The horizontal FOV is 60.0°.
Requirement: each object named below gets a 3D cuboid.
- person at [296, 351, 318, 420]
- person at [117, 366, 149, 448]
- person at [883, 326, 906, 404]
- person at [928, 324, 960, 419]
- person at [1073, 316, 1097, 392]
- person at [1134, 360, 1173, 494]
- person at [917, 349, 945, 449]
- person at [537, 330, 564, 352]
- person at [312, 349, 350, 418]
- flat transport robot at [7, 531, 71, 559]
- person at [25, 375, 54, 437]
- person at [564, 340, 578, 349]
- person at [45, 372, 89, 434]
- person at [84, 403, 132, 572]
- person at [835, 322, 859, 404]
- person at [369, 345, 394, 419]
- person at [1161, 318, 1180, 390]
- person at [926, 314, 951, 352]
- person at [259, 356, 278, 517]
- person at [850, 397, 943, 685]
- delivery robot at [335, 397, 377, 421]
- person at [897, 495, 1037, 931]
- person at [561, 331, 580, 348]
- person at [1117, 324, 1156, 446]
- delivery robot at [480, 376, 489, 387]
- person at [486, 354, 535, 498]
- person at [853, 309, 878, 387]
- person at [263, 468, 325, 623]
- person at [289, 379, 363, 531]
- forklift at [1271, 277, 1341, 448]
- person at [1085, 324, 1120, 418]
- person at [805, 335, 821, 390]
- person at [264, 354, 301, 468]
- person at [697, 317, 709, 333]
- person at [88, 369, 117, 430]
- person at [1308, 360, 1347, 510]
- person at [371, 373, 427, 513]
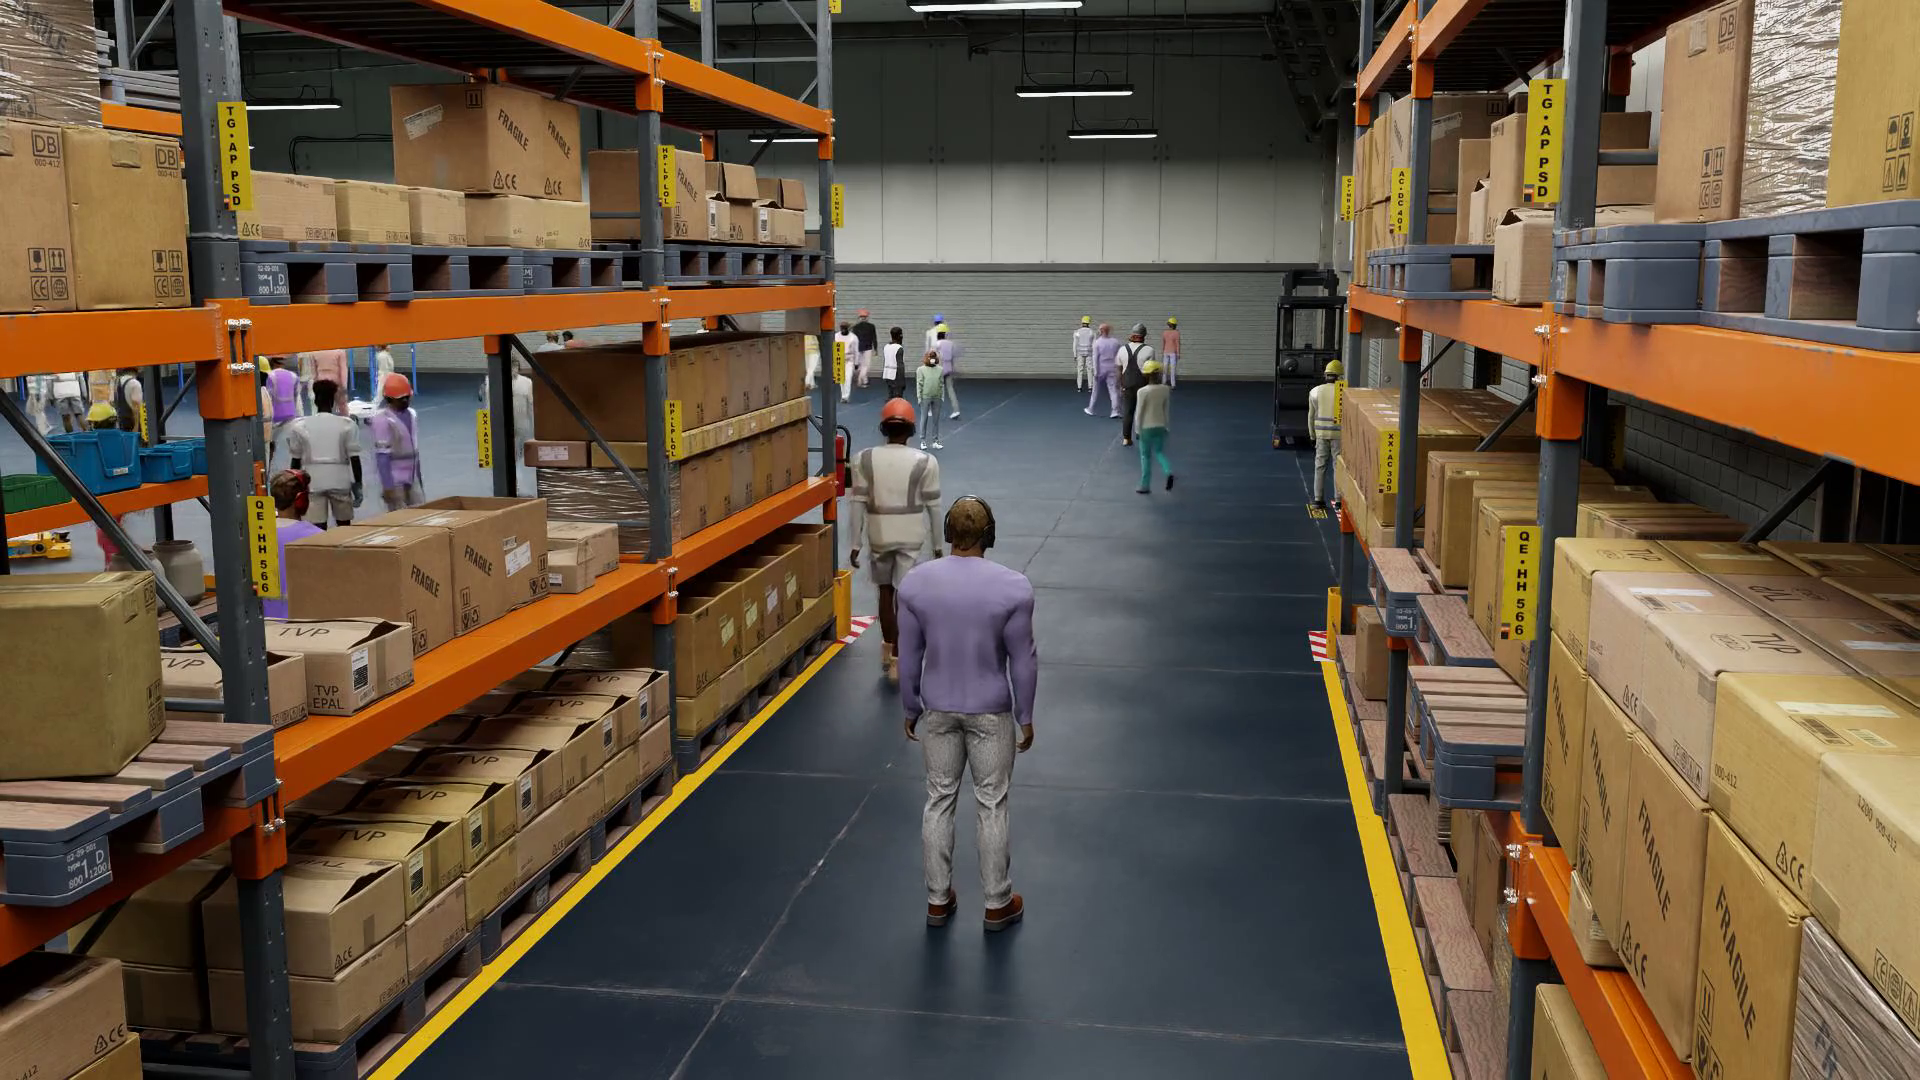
[{"bbox_3d":[-12.580,-3.138,31.806,0.685,1.834,0.522,2,9,14],"label":"person"},{"bbox_3d":[-11.129,-1.576,22.316,0.504,1.805,0.980,5,11,29],"label":"person"},{"bbox_3d":[-1.171,-2.878,29.948,0.379,1.915,0.596,-6,11,-31],"label":"person"},{"bbox_3d":[-0.322,-3.341,32.950,0.600,1.880,1.010,-7,12,-38],"label":"person"},{"bbox_3d":[3.034,-4.485,40.118,0.599,1.832,0.404,2,9,13],"label":"person"},{"bbox_3d":[2.528,-1.468,21.724,0.545,1.751,0.535,-5,11,-29],"label":"person"},{"bbox_3d":[-0.475,-2.312,27.332,0.500,1.633,0.283,-4,10,-25],"label":"person"},{"bbox_3d":[-7.023,-2.703,28.802,0.631,1.940,0.370,5,11,29],"label":"person"},{"bbox_3d":[-11.083,-2.766,29.435,0.674,1.851,0.980,1,9,7],"label":"person"},{"bbox_3d":[-9.843,0.081,16.888,1.431,0.197,0.652,-5,10,-28],"label":"flat transport robot"},{"bbox_3d":[-15.881,-2.514,28.571,0.364,1.623,0.537,-9,13,-43],"label":"person"},{"bbox_3d":[-6.013,-2.270,26.457,0.971,1.843,0.560,-7,12,-38],"label":"person"},{"bbox_3d":[-14.373,-2.348,26.753,0.562,1.895,0.590,9,13,44],"label":"person"},{"bbox_3d":[-7.585,-0.361,14.941,0.700,1.746,0.525,1,9,6],"label":"person"},{"bbox_3d":[-2.576,-3.910,36.713,0.633,1.784,0.979,2,9,10],"label":"person"},{"bbox_3d":[-11.196,-3.098,32.354,0.850,1.606,0.521,0,9,-2],"label":"person"},{"bbox_3d":[5.198,-4.581,40.918,0.529,1.765,0.327,9,13,42],"label":"person"},{"bbox_3d":[-0.473,-4.295,38.712,0.609,1.914,0.863,5,10,27],"label":"person"},{"bbox_3d":[-8.244,-1.204,19.604,0.376,1.923,0.585,-1,9,-3],"label":"person"},{"bbox_3d":[-0.429,-0.015,11.963,0.647,2.017,0.792,2,9,10],"label":"person"},{"bbox_3d":[-11.375,-2.450,31.342,0.477,0.478,0.707,8,12,41],"label":"delivery robot"},{"bbox_3d":[0.033,0.765,7.413,0.633,1.938,0.356,3,10,16],"label":"person"},{"bbox_3d":[-8.225,-3.594,35.167,0.537,1.665,0.792,0,9,3],"label":"person"},{"bbox_3d":[3.005,-2.590,27.924,0.689,2.000,0.539,5,11,30],"label":"person"},{"bbox_3d":[-10.695,-3.608,37.682,0.335,0.223,0.698,-4,10,-21],"label":"delivery robot"},{"bbox_3d":[-5.546,-1.371,20.778,0.644,1.889,1.013,-8,13,-42],"label":"person"},{"bbox_3d":[-2.410,-4.796,41.620,0.619,1.968,0.789,4,10,24],"label":"person"},{"bbox_3d":[-3.645,0.529,9.146,0.567,1.847,0.389,3,10,18],"label":"person"},{"bbox_3d":[-5.811,-0.508,15.273,0.625,1.930,0.805,-3,10,-20],"label":"person"},{"bbox_3d":[5.847,-3.016,27.970,1.129,2.768,1.873,1,9,9],"label":"forklift"},{"bbox_3d":[2.881,-3.371,33.197,0.644,1.852,1.012,-4,10,-22],"label":"person"},{"bbox_3d":[-3.691,-4.614,40.971,0.621,1.815,0.859,4,10,26],"label":"person"},{"bbox_3d":[-9.369,-1.708,22.803,0.992,1.888,0.579,7,11,35],"label":"person"},{"bbox_3d":[-5.873,-4.240,38.500,0.521,1.869,0.327,1,9,9],"label":"person"},{"bbox_3d":[-13.356,-2.225,25.853,0.552,1.939,0.355,4,10,25],"label":"person"},{"bbox_3d":[4.578,-1.292,20.427,0.600,1.829,0.404,6,11,34],"label":"person"},{"bbox_3d":[-5.303,-0.584,15.604,0.784,1.994,0.686,2,9,14],"label":"person"}]
